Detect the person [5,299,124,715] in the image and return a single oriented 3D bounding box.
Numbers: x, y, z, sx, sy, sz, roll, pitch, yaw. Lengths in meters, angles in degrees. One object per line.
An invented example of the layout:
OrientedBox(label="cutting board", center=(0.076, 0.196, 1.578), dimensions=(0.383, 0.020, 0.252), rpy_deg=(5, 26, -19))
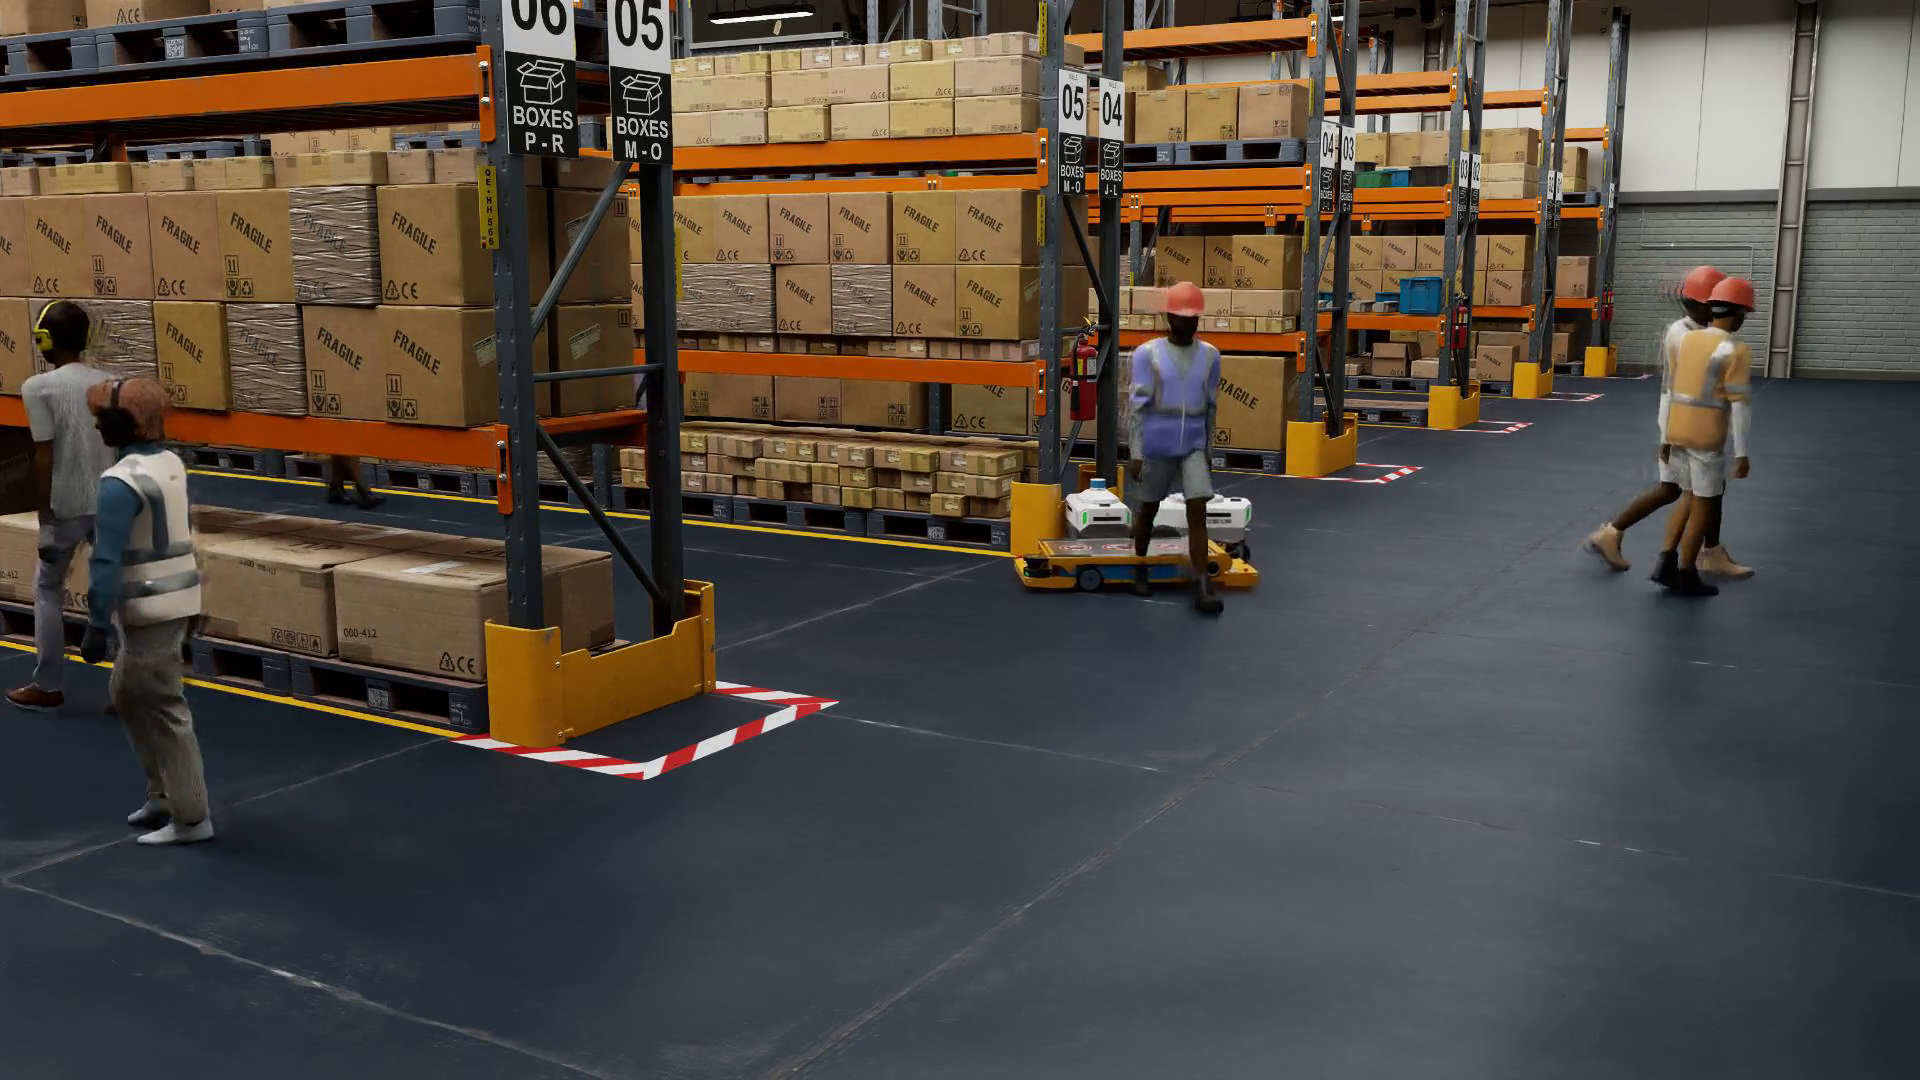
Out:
OrientedBox(label="person", center=(-3.926, -0.125, 7.311), dimensions=(0.859, 1.834, 0.551), rpy_deg=(5, 11, 25))

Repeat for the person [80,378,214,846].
OrientedBox(label="person", center=(-2.819, 0.263, 5.678), dimensions=(0.494, 1.623, 0.518), rpy_deg=(-1, 10, -7))

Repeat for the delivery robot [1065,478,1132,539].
OrientedBox(label="delivery robot", center=(0.910, -0.165, 11.020), dimensions=(0.477, 0.478, 0.707), rpy_deg=(-1, 10, -6))

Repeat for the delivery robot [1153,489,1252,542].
OrientedBox(label="delivery robot", center=(1.565, -0.164, 11.011), dimensions=(0.707, 0.478, 0.477), rpy_deg=(1, 10, 3))

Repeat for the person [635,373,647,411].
OrientedBox(label="person", center=(-2.938, -1.566, 15.624), dimensions=(0.754, 1.869, 0.673), rpy_deg=(6, 11, 32))

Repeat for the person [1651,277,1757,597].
OrientedBox(label="person", center=(4.463, -0.595, 9.892), dimensions=(0.483, 1.913, 0.588), rpy_deg=(-3, 10, -17))

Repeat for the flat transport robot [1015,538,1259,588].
OrientedBox(label="flat transport robot", center=(1.084, 0.136, 10.364), dimensions=(1.431, 0.197, 0.652), rpy_deg=(-1, 10, -4))

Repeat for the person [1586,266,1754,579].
OrientedBox(label="person", center=(4.507, -0.732, 10.493), dimensions=(0.881, 1.990, 0.629), rpy_deg=(8, 13, 40))

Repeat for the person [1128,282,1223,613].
OrientedBox(label="person", center=(1.227, -0.546, 9.664), dimensions=(0.577, 1.896, 0.936), rpy_deg=(-2, 10, -11))

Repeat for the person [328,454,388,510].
OrientedBox(label="person", center=(-4.852, -1.192, 13.358), dimensions=(0.914, 1.894, 0.566), rpy_deg=(5, 11, 28))

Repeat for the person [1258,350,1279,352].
OrientedBox(label="person", center=(4.541, -2.981, 24.731), dimensions=(0.844, 1.597, 0.517), rpy_deg=(4, 10, 20))
